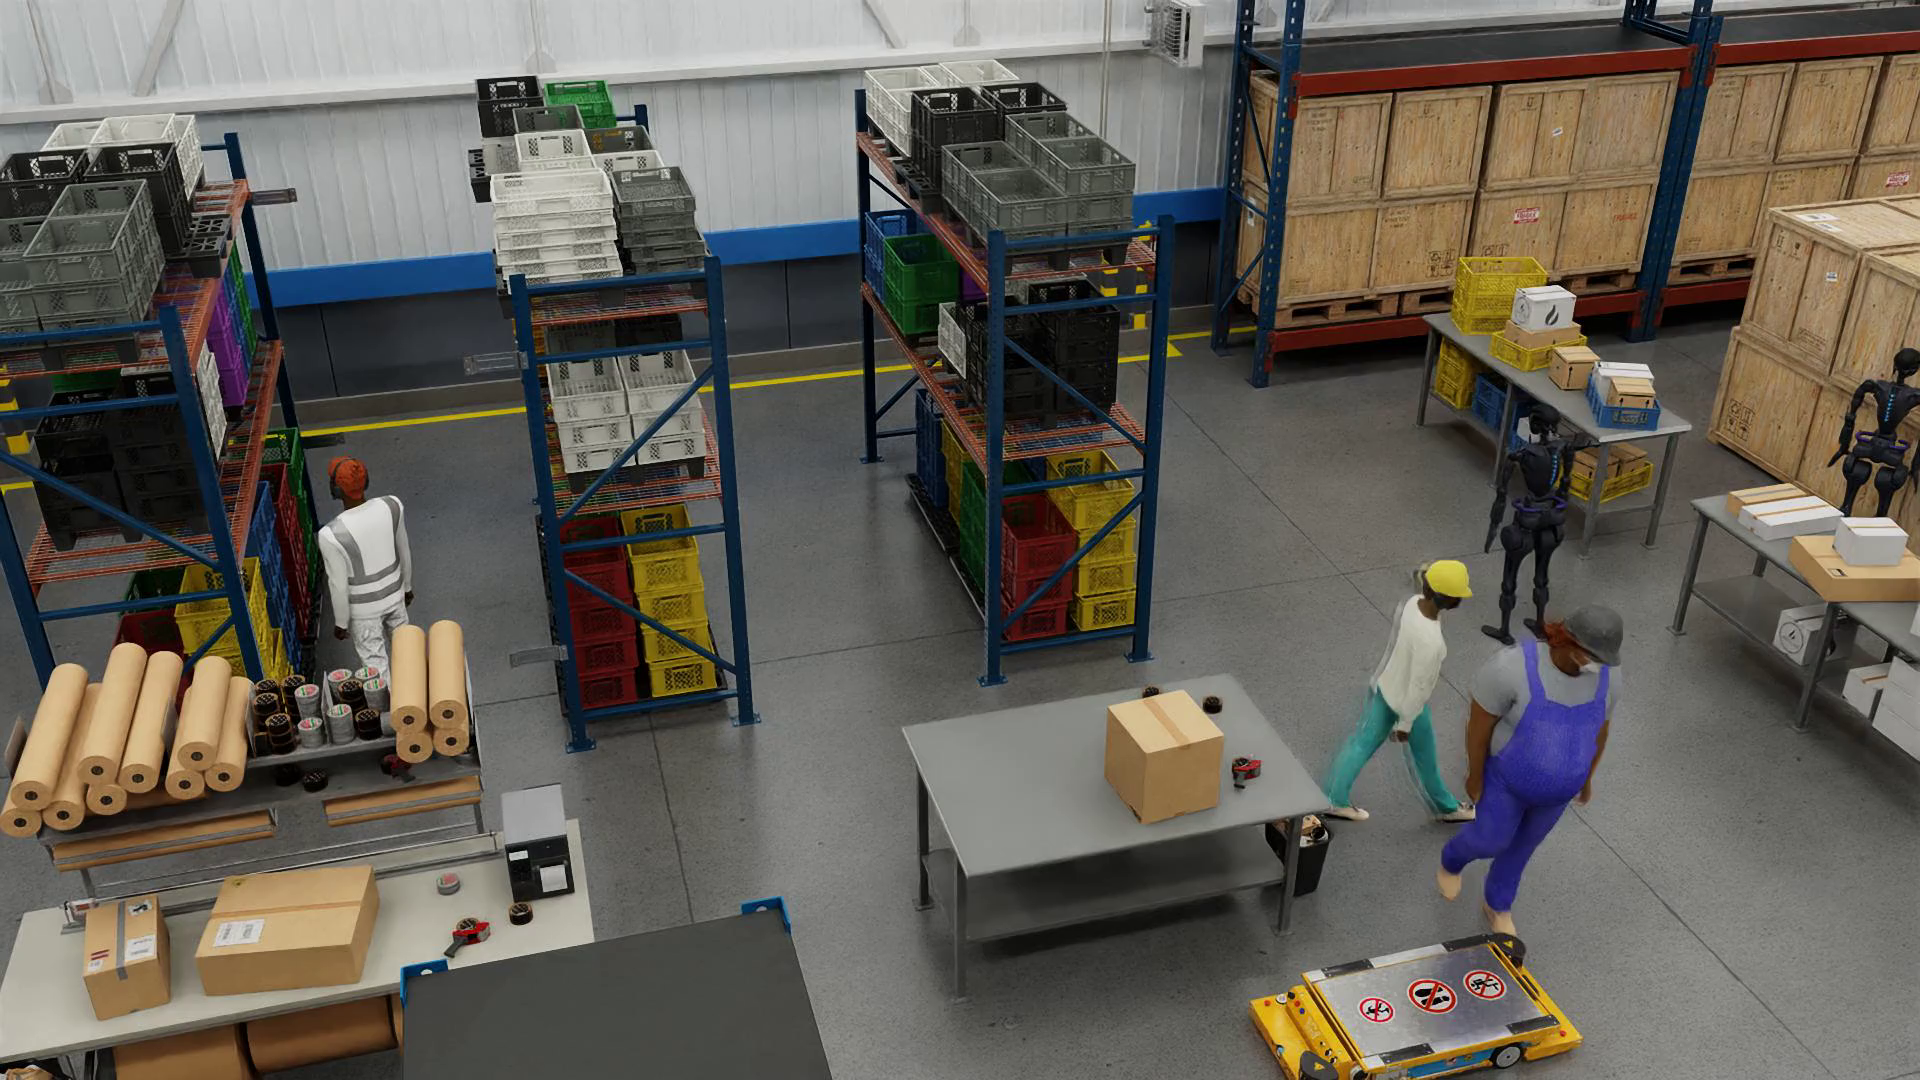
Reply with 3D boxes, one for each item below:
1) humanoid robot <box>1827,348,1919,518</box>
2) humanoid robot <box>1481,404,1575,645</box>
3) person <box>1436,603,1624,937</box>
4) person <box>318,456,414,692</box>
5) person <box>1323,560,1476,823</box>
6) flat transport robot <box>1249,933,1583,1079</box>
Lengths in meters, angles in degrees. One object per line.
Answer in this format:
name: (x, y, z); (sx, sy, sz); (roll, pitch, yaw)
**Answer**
humanoid robot: (6.466, -0.572, 11.723); (0.603, 1.657, 0.321); (23, 36, 35)
humanoid robot: (3.741, -0.111, 10.905); (0.594, 1.649, 0.364); (-8, 30, -14)
person: (2.861, 1.110, 8.304); (0.729, 2.000, 0.629); (-4, 29, -6)
person: (-3.465, 0.364, 9.825); (0.356, 1.882, 0.574); (16, 33, 27)
person: (2.499, 0.861, 9.096); (0.920, 1.702, 0.529); (-1, 29, -2)
flat transport robot: (2.184, 2.282, 7.980); (1.431, 0.197, 0.652); (-8, 30, -14)
